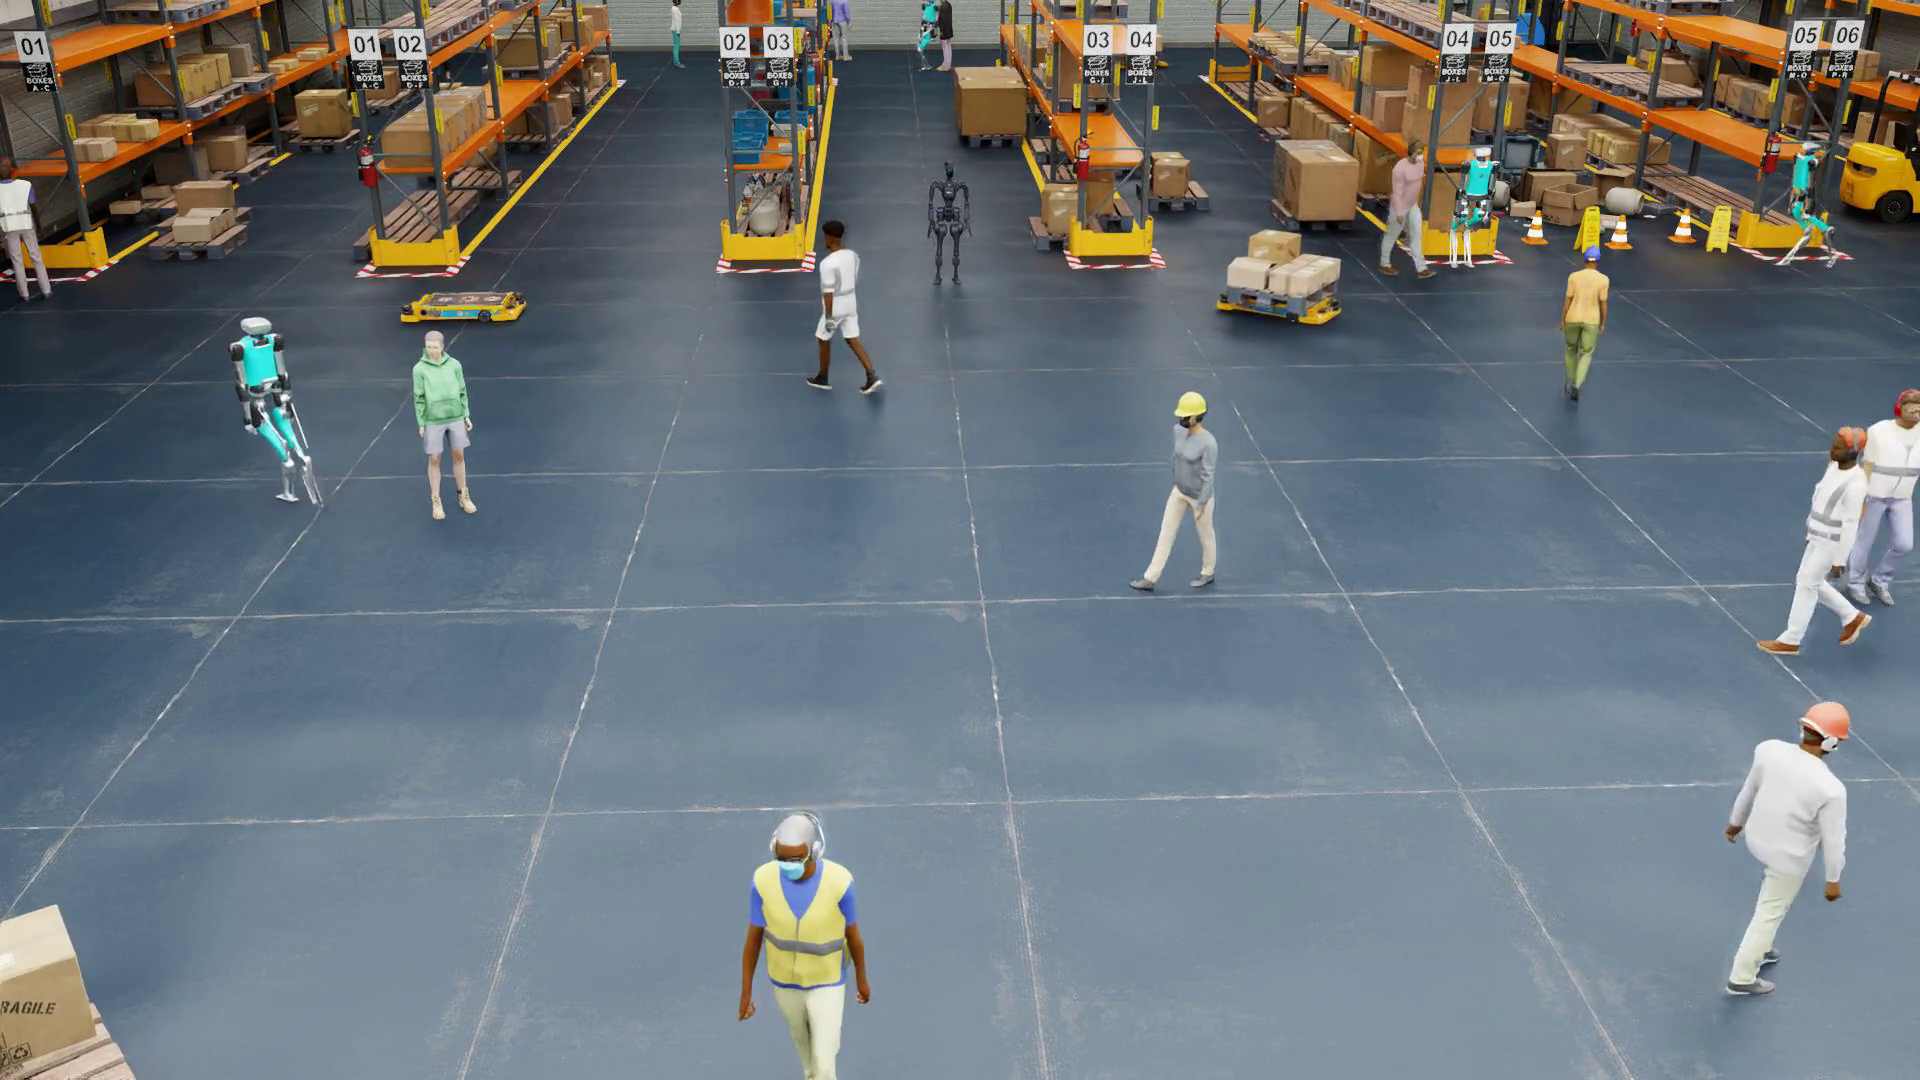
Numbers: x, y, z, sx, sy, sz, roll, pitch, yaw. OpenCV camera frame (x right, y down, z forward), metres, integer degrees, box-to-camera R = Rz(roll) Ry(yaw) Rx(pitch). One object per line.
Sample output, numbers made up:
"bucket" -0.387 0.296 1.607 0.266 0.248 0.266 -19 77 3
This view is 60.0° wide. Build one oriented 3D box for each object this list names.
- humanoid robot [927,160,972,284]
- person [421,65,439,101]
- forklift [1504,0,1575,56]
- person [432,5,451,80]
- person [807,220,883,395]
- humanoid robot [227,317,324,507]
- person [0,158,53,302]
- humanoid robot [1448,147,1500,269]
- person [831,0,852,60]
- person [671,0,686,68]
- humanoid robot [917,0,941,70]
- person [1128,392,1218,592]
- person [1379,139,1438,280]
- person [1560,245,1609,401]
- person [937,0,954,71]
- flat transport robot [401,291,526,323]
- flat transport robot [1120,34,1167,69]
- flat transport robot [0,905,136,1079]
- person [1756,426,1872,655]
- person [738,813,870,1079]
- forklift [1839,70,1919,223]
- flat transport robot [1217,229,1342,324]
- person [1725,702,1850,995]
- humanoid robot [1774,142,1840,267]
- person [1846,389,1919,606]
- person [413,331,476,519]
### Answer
"humanoid robot" -0.141 -4.258 22.294 0.599 1.655 0.315 -1 24 -2
"person" -11.448 -10.257 35.618 0.374 1.821 0.680 12 27 24
"forklift" 14.700 -13.805 42.301 1.873 2.768 1.129 -1 24 -2
"person" -12.180 -11.649 38.913 0.534 1.677 0.588 -14 28 -29
"person" -1.269 -2.528 18.114 0.946 1.933 0.616 16 29 32
"humanoid robot" -6.169 -1.066 15.203 0.746 1.901 0.553 15 28 30
"person" -12.201 -4.008 21.539 0.563 1.846 0.396 -14 28 -29
"humanoid robot" 6.974 -4.584 22.803 0.533 1.677 0.735 -1 24 -2
"person" -2.999 -12.973 41.751 0.593 1.796 0.399 16 29 32
"person" -6.881 -12.427 40.559 0.326 1.764 0.523 -4 24 -8
"humanoid robot" -0.886 -12.108 39.906 0.531 1.755 0.889 20 31 38
"person" 1.797 -0.355 13.465 0.869 1.721 0.549 -16 29 -32
"person" 6.098 -4.448 22.468 0.656 1.891 0.960 -17 29 -33
"person" 6.729 -2.341 17.981 0.447 1.693 0.728 11 26 24
"person" -0.360 -12.298 40.157 0.411 1.855 0.530 7 25 14
"flat transport robot" -6.295 -2.951 21.104 1.431 0.231 0.659 -1 24 -2
"flat transport robot" 4.300 -11.741 40.854 1.431 0.231 0.659 -8 25 -17
"flat transport robot" -4.667 2.882 7.997 0.659 0.231 1.431 -19 30 -37
"person" 6.544 0.026 12.451 0.698 1.865 0.583 6 25 13
"person" -0.747 2.133 7.737 0.583 1.847 0.962 4 24 9
"forklift" 15.132 -6.143 25.915 2.313 2.155 1.214 -1 24 -2
"flat transport robot" 4.077 -3.010 21.237 1.431 0.231 0.659 15 28 30
"person" 4.465 1.655 8.976 0.622 1.706 0.673 -8 25 -17
"humanoid robot" 11.973 -4.640 23.102 0.966 1.759 0.543 -1 24 -2
"person" 7.406 -0.317 13.267 0.575 1.828 0.522 -1 24 -1
"person" -4.662 -1.056 15.036 0.471 1.738 0.330 -13 27 -27
